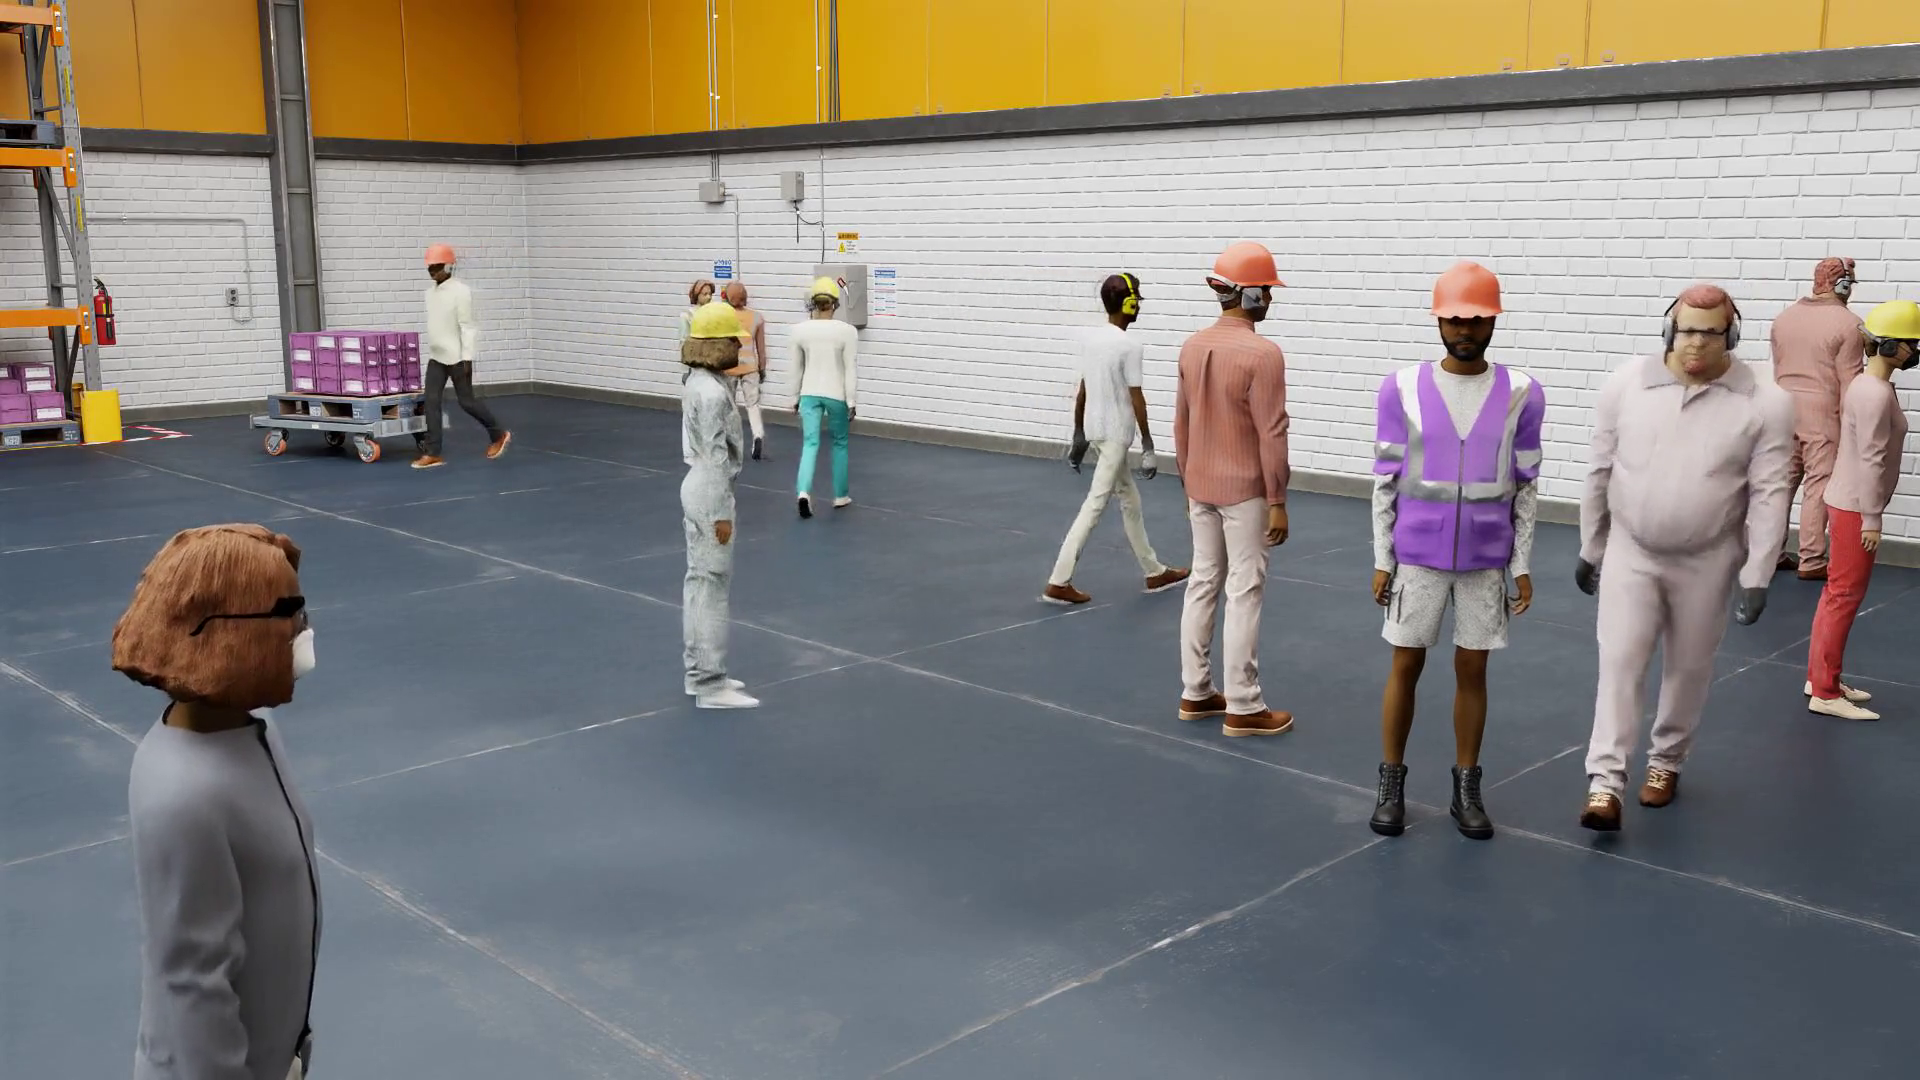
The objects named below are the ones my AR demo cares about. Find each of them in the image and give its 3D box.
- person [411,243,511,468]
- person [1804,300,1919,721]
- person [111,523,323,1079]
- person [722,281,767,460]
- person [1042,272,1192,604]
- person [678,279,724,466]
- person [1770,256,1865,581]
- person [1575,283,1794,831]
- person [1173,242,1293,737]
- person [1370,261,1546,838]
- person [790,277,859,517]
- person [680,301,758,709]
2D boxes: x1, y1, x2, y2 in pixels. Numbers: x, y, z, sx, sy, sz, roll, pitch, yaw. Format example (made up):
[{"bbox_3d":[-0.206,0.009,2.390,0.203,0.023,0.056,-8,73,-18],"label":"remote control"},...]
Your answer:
[{"bbox_3d":[-4.440,-1.635,14.694,0.625,1.966,0.919,7,13,35],"label":"person"},{"bbox_3d":[3.831,-0.125,7.010,0.349,1.759,0.522,4,11,23],"label":"person"},{"bbox_3d":[-1.045,0.779,2.433,0.276,1.626,0.496,-2,11,-13],"label":"person"},{"bbox_3d":[-1.975,-1.513,14.955,0.523,1.619,0.699,-4,11,-19],"label":"person"},{"bbox_3d":[0.871,-0.556,9.183,1.007,1.820,0.543,-5,12,-26],"label":"person"},{"bbox_3d":[-2.274,-1.472,14.669,0.310,1.638,0.522,7,12,33],"label":"person"},{"bbox_3d":[5.064,-0.709,9.806,0.404,1.900,0.637,-4,11,-19],"label":"person"},{"bbox_3d":[2.401,0.080,5.602,0.656,1.854,0.979,5,12,26],"label":"person"},{"bbox_3d":[1.121,-0.202,6.771,0.382,1.993,0.622,-6,12,-30],"label":"person"},{"bbox_3d":[1.654,0.046,5.574,0.546,1.939,0.375,2,11,10],"label":"person"},{"bbox_3d":[-1.003,-1.045,12.083,0.533,1.728,0.859,2,11,12],"label":"person"},{"bbox_3d":[-1.048,-0.151,7.179,0.319,1.743,0.491,-3,11,-16],"label":"person"}]
